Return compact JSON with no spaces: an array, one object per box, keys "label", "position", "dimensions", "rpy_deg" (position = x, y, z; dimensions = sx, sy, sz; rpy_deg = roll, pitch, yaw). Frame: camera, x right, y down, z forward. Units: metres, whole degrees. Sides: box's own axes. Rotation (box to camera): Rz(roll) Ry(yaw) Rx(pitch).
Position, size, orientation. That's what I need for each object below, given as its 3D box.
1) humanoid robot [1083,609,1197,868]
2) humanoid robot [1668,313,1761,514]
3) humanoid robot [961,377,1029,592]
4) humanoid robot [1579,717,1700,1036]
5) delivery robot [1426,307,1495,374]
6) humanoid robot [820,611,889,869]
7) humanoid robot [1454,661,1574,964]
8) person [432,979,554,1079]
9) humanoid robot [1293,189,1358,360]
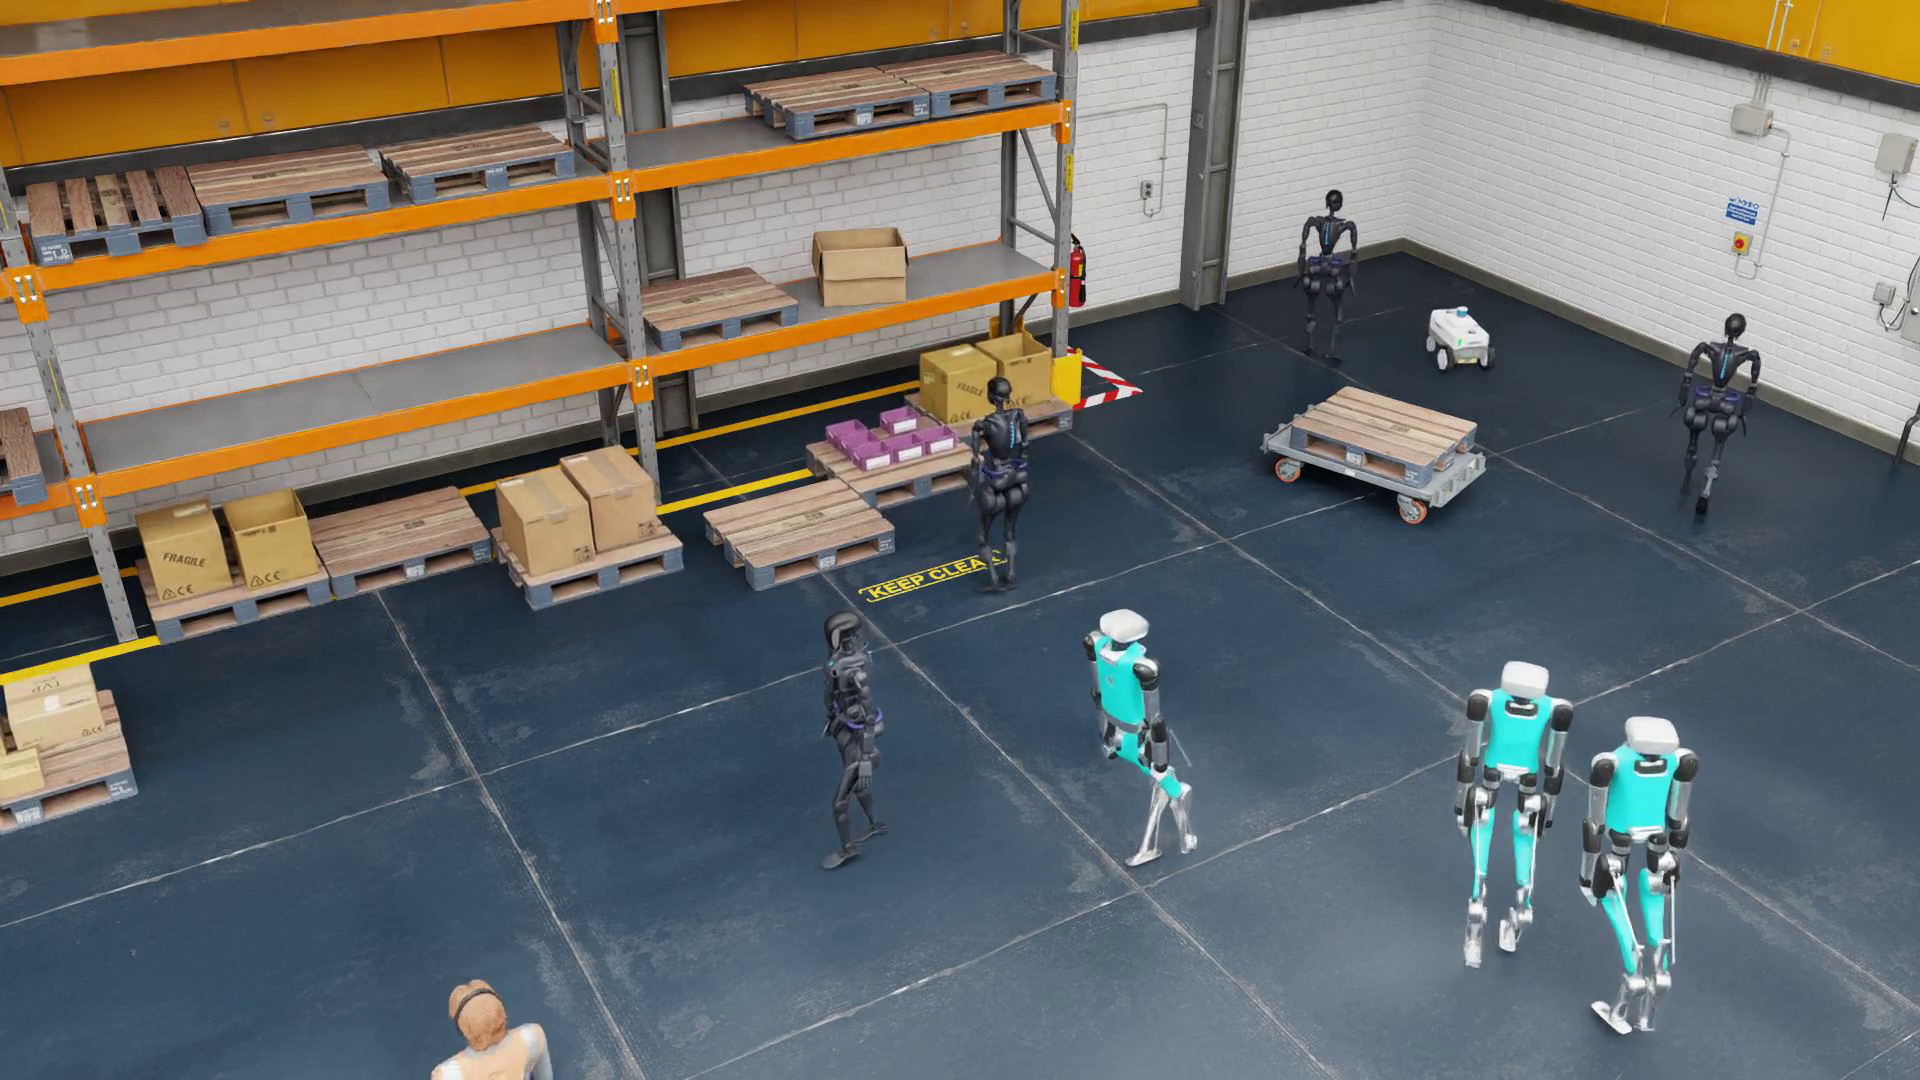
[{"label":"humanoid robot","position":[1.128,1.141,9.545],"dimensions":[0.846,1.859,0.566],"rpy_deg":[-21,36,-33]},{"label":"humanoid robot","position":[6.052,-1.042,13.409],"dimensions":[0.601,1.641,0.620],"rpy_deg":[13,32,22]},{"label":"humanoid robot","position":[0.297,-0.397,12.242],"dimensions":[0.600,1.640,0.379],"rpy_deg":[-24,37,-35]},{"label":"humanoid robot","position":[3.404,1.806,8.311],"dimensions":[0.549,1.801,0.788],"rpy_deg":[-1,29,-2]},{"label":"delivery robot","position":[4.843,-1.978,16.170],"dimensions":[0.499,0.580,0.757],"rpy_deg":[-4,30,-8]},{"label":"humanoid robot","position":[-0.646,1.118,9.569],"dimensions":[0.519,1.641,0.616],"rpy_deg":[-14,32,-24]},{"label":"humanoid robot","position":[2.857,1.522,8.730],"dimensions":[0.541,1.730,0.736],"rpy_deg":[7,30,13]},{"label":"person","position":[-1.955,2.532,7.113],"dimensions":[0.522,1.628,0.385],"rpy_deg":[-17,34,-27]},{"label":"humanoid robot","position":[3.519,-2.537,16.043],"dimensions":[0.609,1.644,0.482],"rpy_deg":[12,32,20]}]
